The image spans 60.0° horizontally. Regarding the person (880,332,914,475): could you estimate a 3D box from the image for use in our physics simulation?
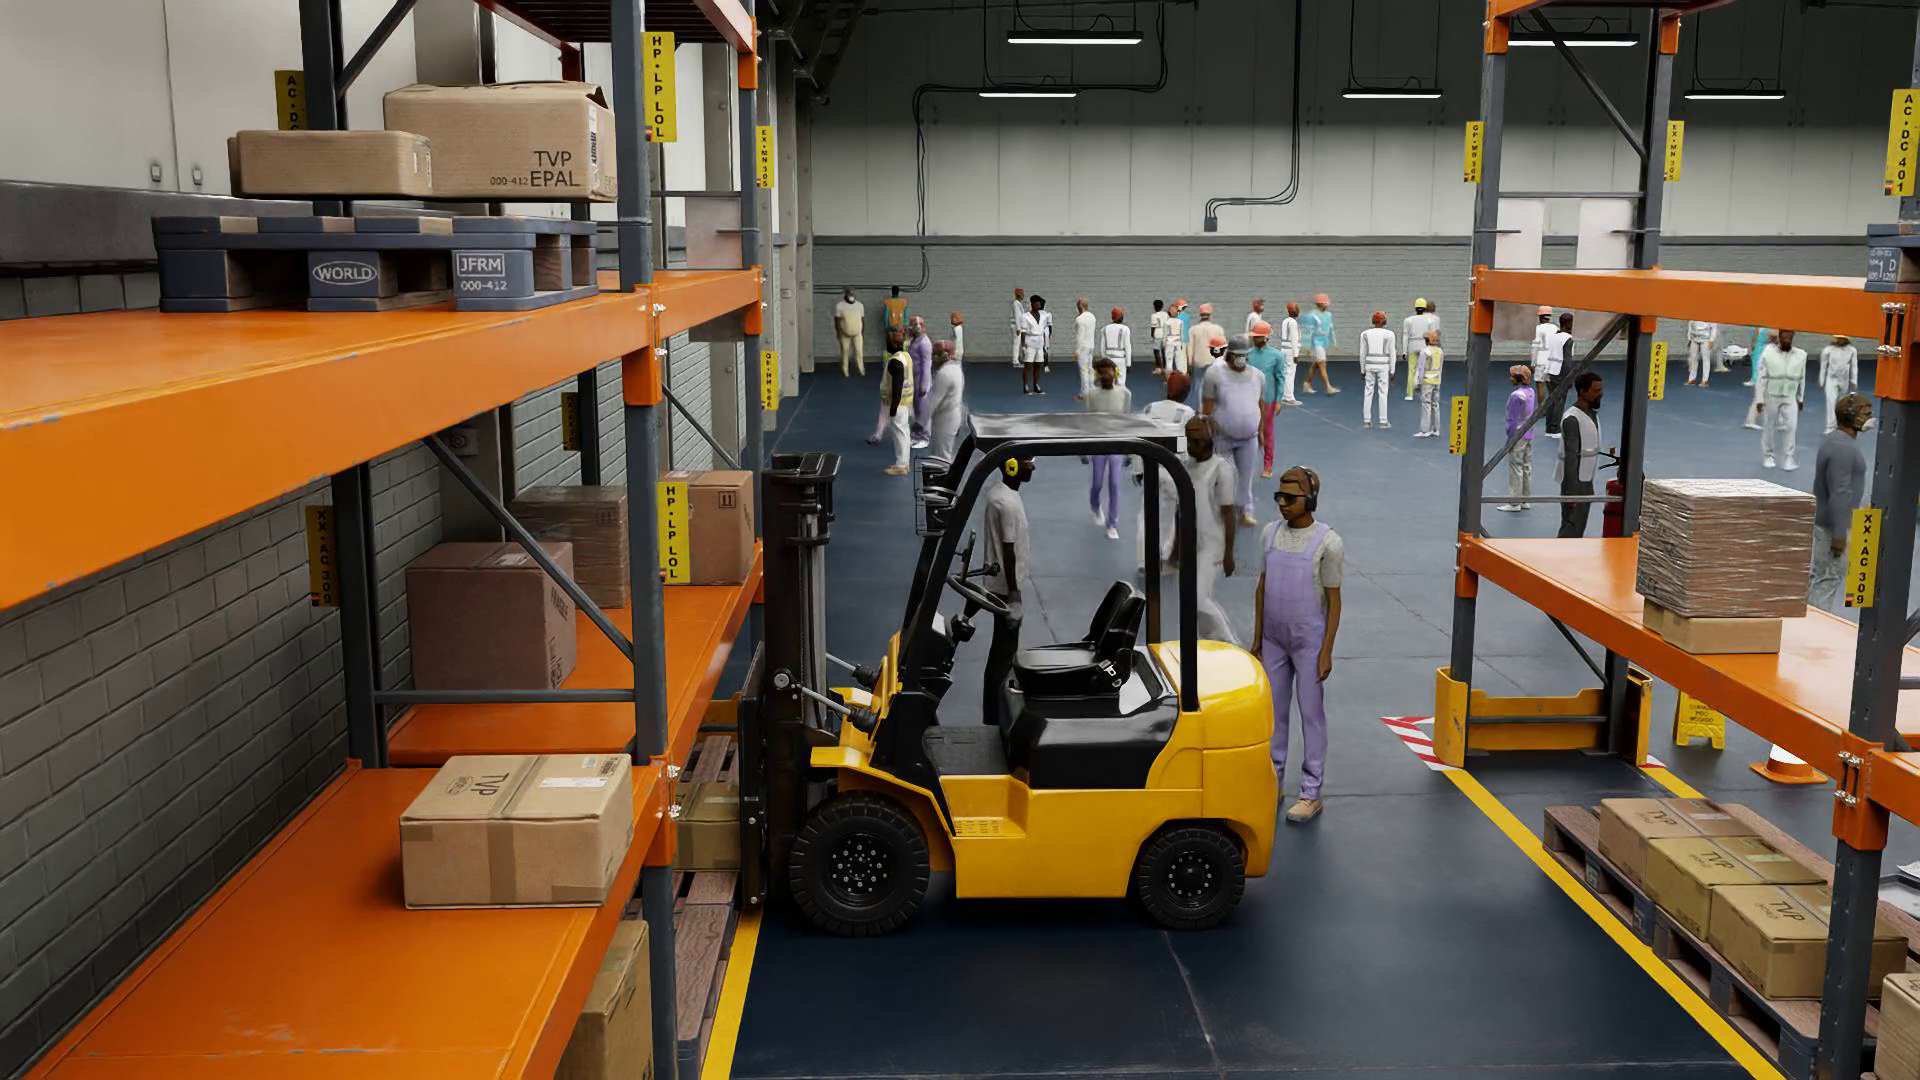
[{"bbox_3d":[-0.818,-1.763,21.440,0.429,1.839,0.634,1,10,8],"label":"person"}]

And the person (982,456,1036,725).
[{"bbox_3d":[0.288,0.308,9.826,0.309,1.868,0.535,-1,10,-7],"label":"person"}]

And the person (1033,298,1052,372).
[{"bbox_3d":[1.849,-4.661,38.101,0.541,1.653,0.315,2,10,9],"label":"person"}]

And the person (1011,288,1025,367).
[{"bbox_3d":[1.383,-5.060,39.684,0.340,1.883,0.585,0,10,1],"label":"person"}]

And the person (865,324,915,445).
[{"bbox_3d":[-0.955,-2.303,24.608,0.572,1.783,0.988,9,14,43],"label":"person"}]

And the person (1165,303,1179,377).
[{"bbox_3d":[4.718,-4.426,36.883,0.280,1.627,0.499,3,11,15],"label":"person"}]

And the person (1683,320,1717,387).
[{"bbox_3d":[15.335,-4.146,34.409,0.378,1.951,0.608,-7,12,-33],"label":"person"}]

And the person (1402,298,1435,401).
[{"bbox_3d":[8.626,-3.577,31.305,0.589,1.927,0.369,2,10,9],"label":"person"}]

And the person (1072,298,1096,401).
[{"bbox_3d":[2.324,-3.567,31.236,0.371,1.934,0.627,5,12,28],"label":"person"}]

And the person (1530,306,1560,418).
[{"bbox_3d":[9.941,-3.036,28.331,0.556,1.924,0.431,-5,11,-27],"label":"person"}]

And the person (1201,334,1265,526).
[{"bbox_3d":[2.890,-1.150,17.465,0.687,2.000,0.536,-1,10,-8],"label":"person"}]

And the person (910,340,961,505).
[{"bbox_3d":[-0.274,-1.319,18.840,0.569,1.882,0.650,1,10,5],"label":"person"}]

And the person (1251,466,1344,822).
[{"bbox_3d":[1.733,0.531,8.646,0.345,1.846,0.507,-10,14,-43],"label":"person"}]

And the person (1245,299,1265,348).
[{"bbox_3d":[6.065,-4.022,34.048,0.474,1.833,0.621,3,11,19],"label":"person"}]

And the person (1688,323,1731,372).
[{"bbox_3d":[17.308,-4.888,38.292,0.851,2.000,0.711,4,11,22],"label":"person"}]

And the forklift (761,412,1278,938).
[{"bbox_3d":[0.291,0.548,7.580,2.313,2.155,1.214,0,10,-2],"label":"forklift"}]

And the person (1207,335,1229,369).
[{"bbox_3d":[3.428,-1.857,22.200,0.327,1.753,0.563,4,11,23],"label":"person"}]

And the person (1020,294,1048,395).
[{"bbox_3d":[1.452,-3.812,32.504,0.614,1.962,0.365,-7,12,-34],"label":"person"}]

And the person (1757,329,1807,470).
[{"bbox_3d":[10.761,-1.844,21.748,0.629,1.880,0.899,2,10,9],"label":"person"}]

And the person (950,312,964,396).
[{"bbox_3d":[-0.072,-3.598,32.241,0.282,1.633,0.500,0,10,2],"label":"person"}]

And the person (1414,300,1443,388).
[{"bbox_3d":[9.506,-3.972,33.871,0.961,1.810,0.503,-7,12,-34],"label":"person"}]

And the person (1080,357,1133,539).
[{"bbox_3d":[1.502,-0.958,16.986,0.539,1.848,0.678,0,10,0],"label":"person"}]

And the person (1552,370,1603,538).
[{"bbox_3d":[5.210,-0.472,14.027,0.382,1.918,0.597,7,12,33],"label":"person"}]

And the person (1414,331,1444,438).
[{"bbox_3d":[7.202,-2.384,25.494,0.522,1.632,0.314,-8,13,-38],"label":"person"}]

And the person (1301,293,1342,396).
[{"bbox_3d":[7.044,-3.805,32.410,0.611,1.990,1.053,-9,14,-41],"label":"person"}]

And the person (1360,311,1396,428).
[{"bbox_3d":[6.710,-2.731,26.720,0.576,1.882,0.355,6,12,29],"label":"person"}]

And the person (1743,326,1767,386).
[{"bbox_3d":[16.569,-4.114,34.565,0.359,1.835,0.512,8,13,38],"label":"person"}]

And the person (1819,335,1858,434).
[{"bbox_3d":[13.440,-2.411,25.462,0.492,1.695,0.890,1,10,6],"label":"person"}]

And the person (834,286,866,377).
[{"bbox_3d":[-2.408,-4.595,36.657,0.701,2.000,0.955,-3,11,-16],"label":"person"}]

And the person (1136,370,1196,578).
[{"bbox_3d":[1.822,-0.586,14.852,0.714,1.859,0.618,8,13,39],"label":"person"}]

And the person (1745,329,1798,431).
[{"bbox_3d":[12.909,-2.525,26.338,0.836,1.595,0.533,8,13,36],"label":"person"}]

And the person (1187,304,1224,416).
[{"bbox_3d":[4.144,-2.999,28.079,0.612,1.938,1.084,1,10,8],"label":"person"}]

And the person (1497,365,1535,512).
[{"bbox_3d":[6.211,-1.125,18.477,0.311,1.632,0.516,9,13,40],"label":"person"}]

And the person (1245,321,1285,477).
[{"bbox_3d":[3.820,-1.793,21.186,0.613,1.991,0.392,7,12,33],"label":"person"}]

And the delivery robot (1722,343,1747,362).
[{"bbox_3d":[18.597,-4.500,40.008,0.707,0.478,0.477,-6,12,-30],"label":"delivery robot"}]

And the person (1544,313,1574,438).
[{"bbox_3d":[9.170,-2.514,25.439,0.397,1.911,0.587,-1,10,-8],"label":"person"}]

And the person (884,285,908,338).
[{"bbox_3d":[-1.566,-5.255,40.667,0.591,1.922,0.392,-3,11,-17],"label":"person"}]

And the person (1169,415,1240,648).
[{"bbox_3d":[1.644,0.061,11.313,0.404,1.829,0.532,-5,11,-26],"label":"person"}]

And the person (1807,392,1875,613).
[{"bbox_3d":[6.219,-0.083,11.808,0.375,1.939,0.628,5,11,24],"label":"person"}]

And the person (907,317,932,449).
[{"bbox_3d":[-0.617,-2.282,24.147,0.400,1.910,0.643,-3,11,-15],"label":"person"}]

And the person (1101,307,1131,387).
[{"bbox_3d":[2.653,-2.991,28.160,0.573,1.883,0.357,9,13,40],"label":"person"}]

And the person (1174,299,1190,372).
[{"bbox_3d":[4.784,-4.356,36.124,0.324,1.752,0.562,5,11,24],"label":"person"}]

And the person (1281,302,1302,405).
[{"bbox_3d":[6.080,-3.415,30.528,0.356,1.883,0.573,-2,10,-8],"label":"person"}]

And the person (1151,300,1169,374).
[{"bbox_3d":[4.517,-4.591,37.634,0.551,1.678,0.372,-8,13,-37],"label":"person"}]

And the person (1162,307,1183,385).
[{"bbox_3d":[4.459,-4.063,34.852,0.523,1.629,0.316,-5,11,-27],"label":"person"}]
